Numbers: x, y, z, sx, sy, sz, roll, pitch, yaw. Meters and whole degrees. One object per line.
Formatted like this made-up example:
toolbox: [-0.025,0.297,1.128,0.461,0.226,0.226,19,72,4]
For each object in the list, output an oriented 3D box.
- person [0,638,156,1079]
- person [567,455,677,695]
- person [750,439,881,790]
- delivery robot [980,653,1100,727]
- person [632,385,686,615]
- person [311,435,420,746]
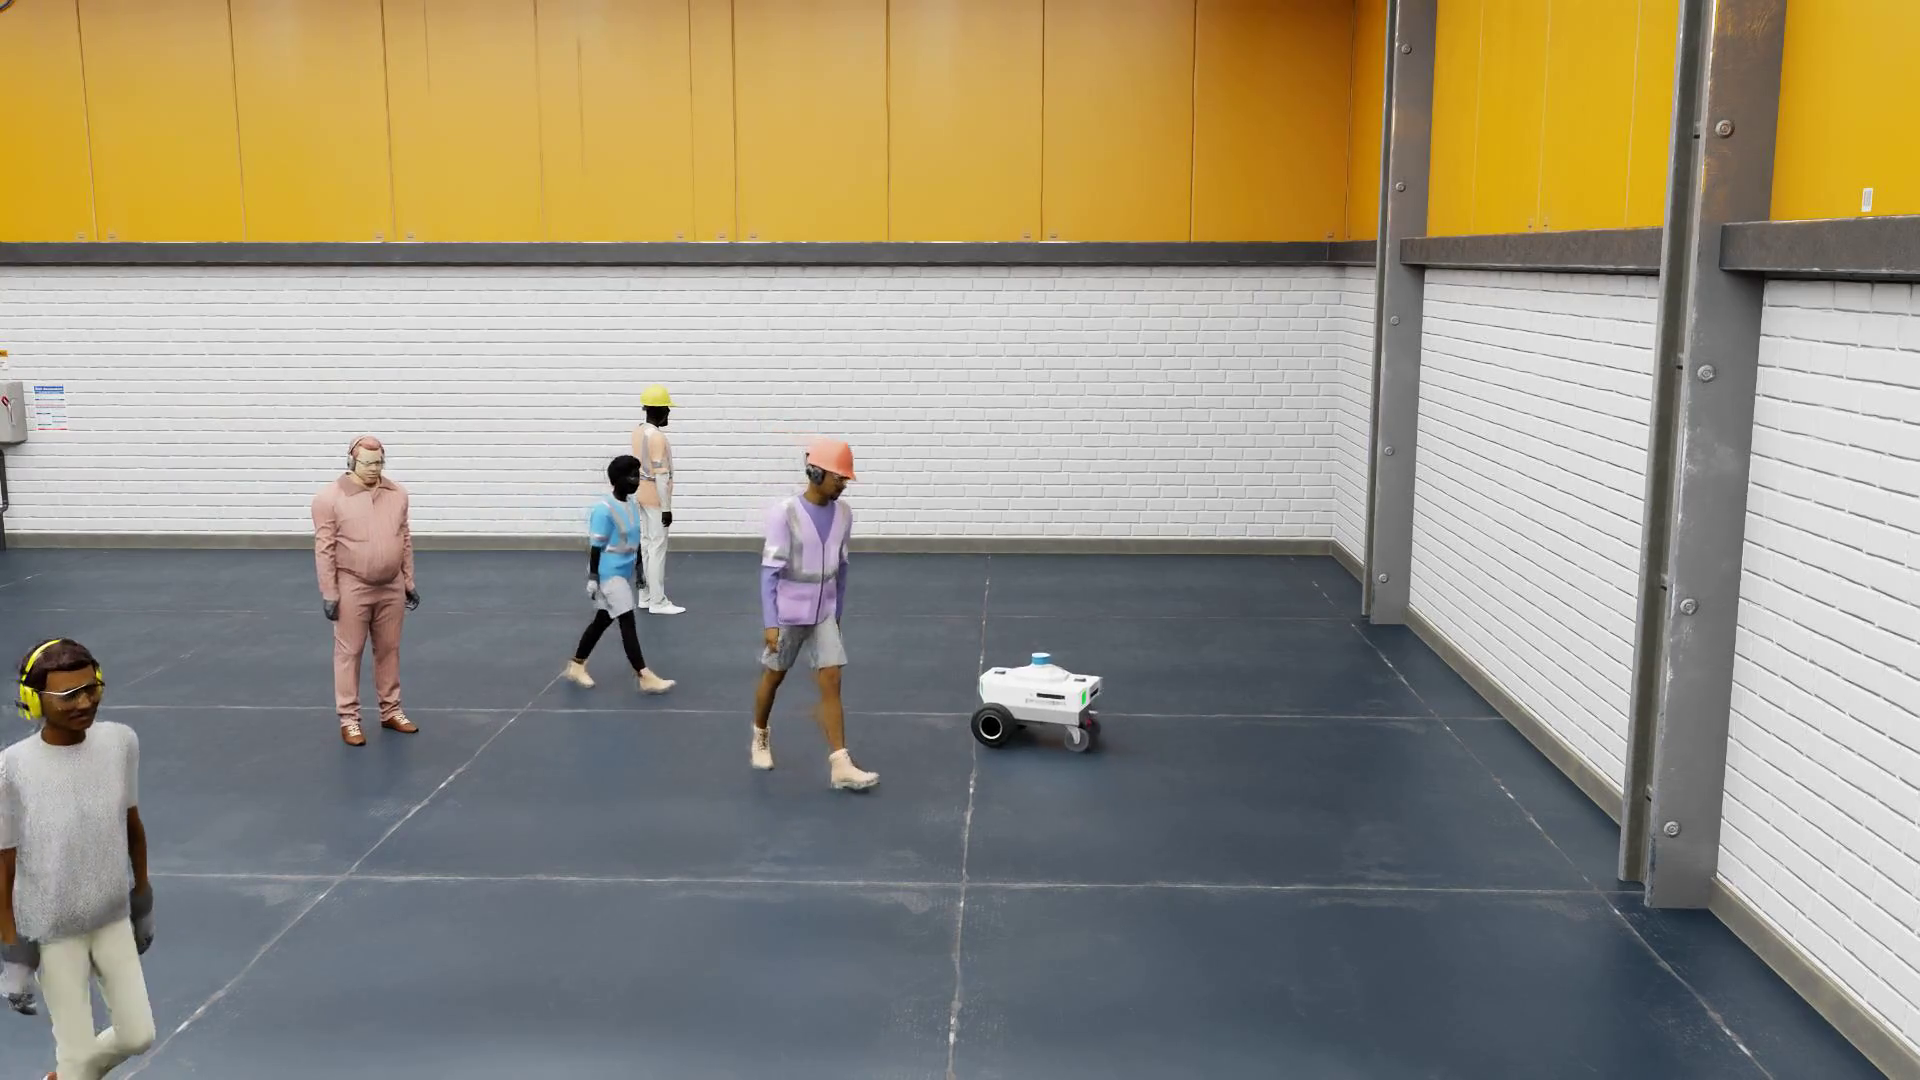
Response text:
person: [-2.781,1.197,5.185,0.556,1.854,0.518,6,11,31]
person: [-2.379,0.229,11.431,0.826,1.648,0.565,2,10,12]
person: [-0.896,0.409,9.470,0.722,1.971,1.044,-8,12,-38]
delivery robot: [0.493,0.938,10.220,0.707,0.478,0.477,4,10,20]
person: [-2.544,-0.338,13.949,0.369,1.925,0.594,-5,11,-29]
person: [-3.648,0.306,10.301,0.418,1.913,0.654,8,13,41]
